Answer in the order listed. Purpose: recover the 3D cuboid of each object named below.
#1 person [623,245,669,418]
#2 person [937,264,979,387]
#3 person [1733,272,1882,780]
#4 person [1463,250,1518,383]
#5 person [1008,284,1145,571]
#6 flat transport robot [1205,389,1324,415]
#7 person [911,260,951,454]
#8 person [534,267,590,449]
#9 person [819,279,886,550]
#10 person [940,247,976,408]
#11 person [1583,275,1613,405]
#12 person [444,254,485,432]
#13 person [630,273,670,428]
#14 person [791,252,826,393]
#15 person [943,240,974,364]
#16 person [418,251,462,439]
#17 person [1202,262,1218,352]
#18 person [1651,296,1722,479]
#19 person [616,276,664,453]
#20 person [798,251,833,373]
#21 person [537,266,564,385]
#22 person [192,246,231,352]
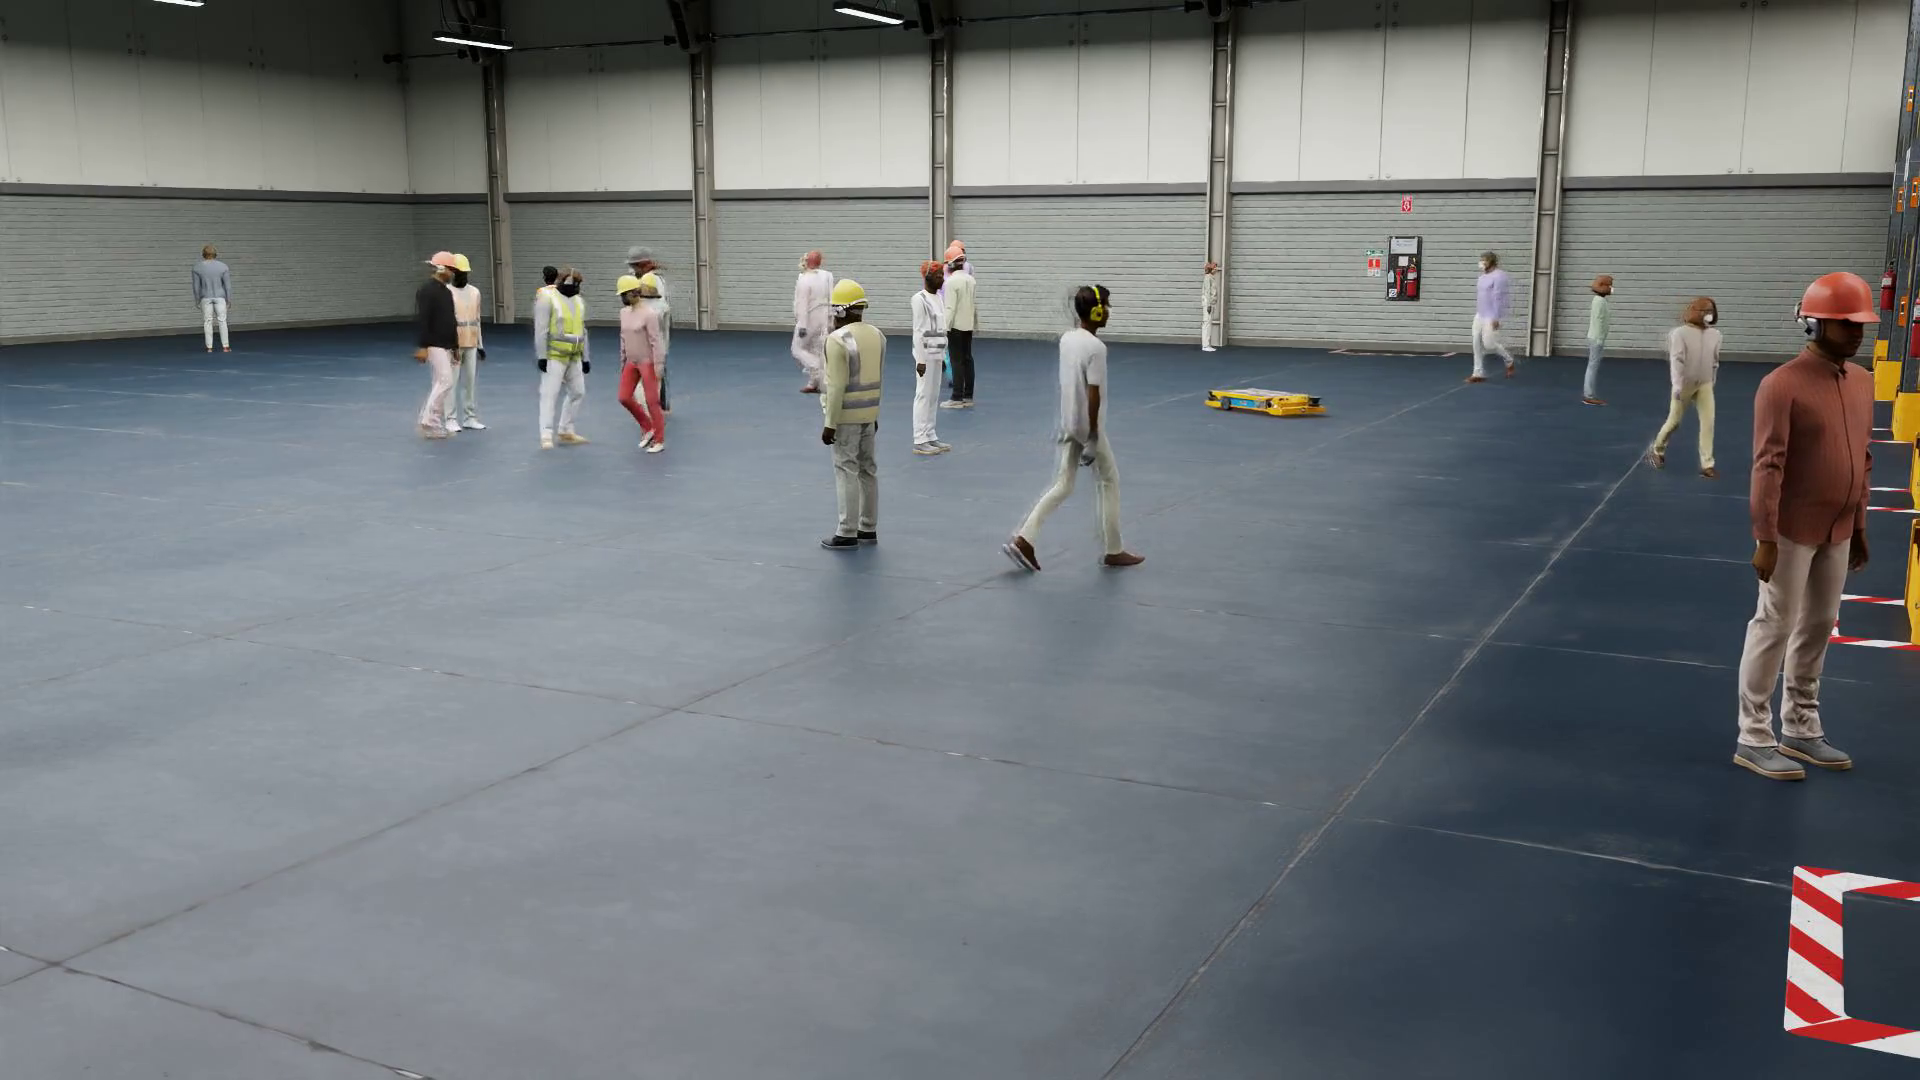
[{"bbox_3d":[-3.651,-2.406,19.255,0.553,2.000,0.698,-4,11,-20],"label":"person"},{"bbox_3d":[-0.032,-3.026,23.229,0.597,1.819,0.634,3,11,15],"label":"person"},{"bbox_3d":[3.351,-0.048,6.541,0.616,1.990,0.401,-5,12,-27],"label":"person"},{"bbox_3d":[7.657,-3.199,23.919,0.668,1.914,0.633,-3,11,-15],"label":"person"},{"bbox_3d":[0.736,-0.707,10.565,0.914,1.836,0.520,-6,12,-31],"label":"person"},{"bbox_3d":[3.673,-1.683,20.140,0.652,0.197,1.431,-6,12,-30],"label":"flat transport robot"},{"bbox_3d":[-0.290,-1.788,16.304,0.340,1.883,0.585,4,11,21],"label":"person"},{"bbox_3d":[-4.014,-1.828,16.761,0.434,1.814,0.685,6,12,28],"label":"person"},{"bbox_3d":[-0.749,-0.849,11.327,0.404,1.832,0.600,6,12,30],"label":"person"},{"bbox_3d":[-0.035,-2.624,20.595,0.392,1.985,0.610,6,12,31],"label":"person"},{"bbox_3d":[8.078,-2.529,21.034,0.266,1.631,0.507,3,11,18],"label":"person"},{"bbox_3d":[-5.438,-2.147,18.153,0.382,1.924,0.594,7,13,35],"label":"person"},{"bbox_3d":[-3.413,-2.062,18.254,0.494,1.722,0.362,-5,12,-27],"label":"person"},{"bbox_3d":[-2.034,-2.912,22.401,0.450,1.896,0.667,4,11,19],"label":"person"},{"bbox_3d":[-0.057,-3.924,27.525,0.607,2.044,0.378,-8,13,-39],"label":"person"},{"bbox_3d":[-5.464,-2.042,17.503,0.473,1.963,0.647,0,10,1],"label":"person"},{"bbox_3d":[4.597,-4.292,30.633,0.306,1.640,0.522,3,11,13],"label":"person"},{"bbox_3d":[6.530,-1.383,14.882,0.499,1.598,0.817,-1,10,-6],"label":"person"},{"bbox_3d":[-3.132,-1.717,16.311,0.608,1.732,0.415,8,13,36],"label":"person"},{"bbox_3d":[-2.238,-3.531,25.813,0.576,1.884,0.354,-5,12,-26],"label":"person"},{"bbox_3d":[-5.811,-3.051,23.710,0.315,1.696,0.540,7,13,35],"label":"person"},{"bbox_3d":[-13.639,-4.394,30.371,0.635,1.937,0.360,-4,11,-21],"label":"person"}]
